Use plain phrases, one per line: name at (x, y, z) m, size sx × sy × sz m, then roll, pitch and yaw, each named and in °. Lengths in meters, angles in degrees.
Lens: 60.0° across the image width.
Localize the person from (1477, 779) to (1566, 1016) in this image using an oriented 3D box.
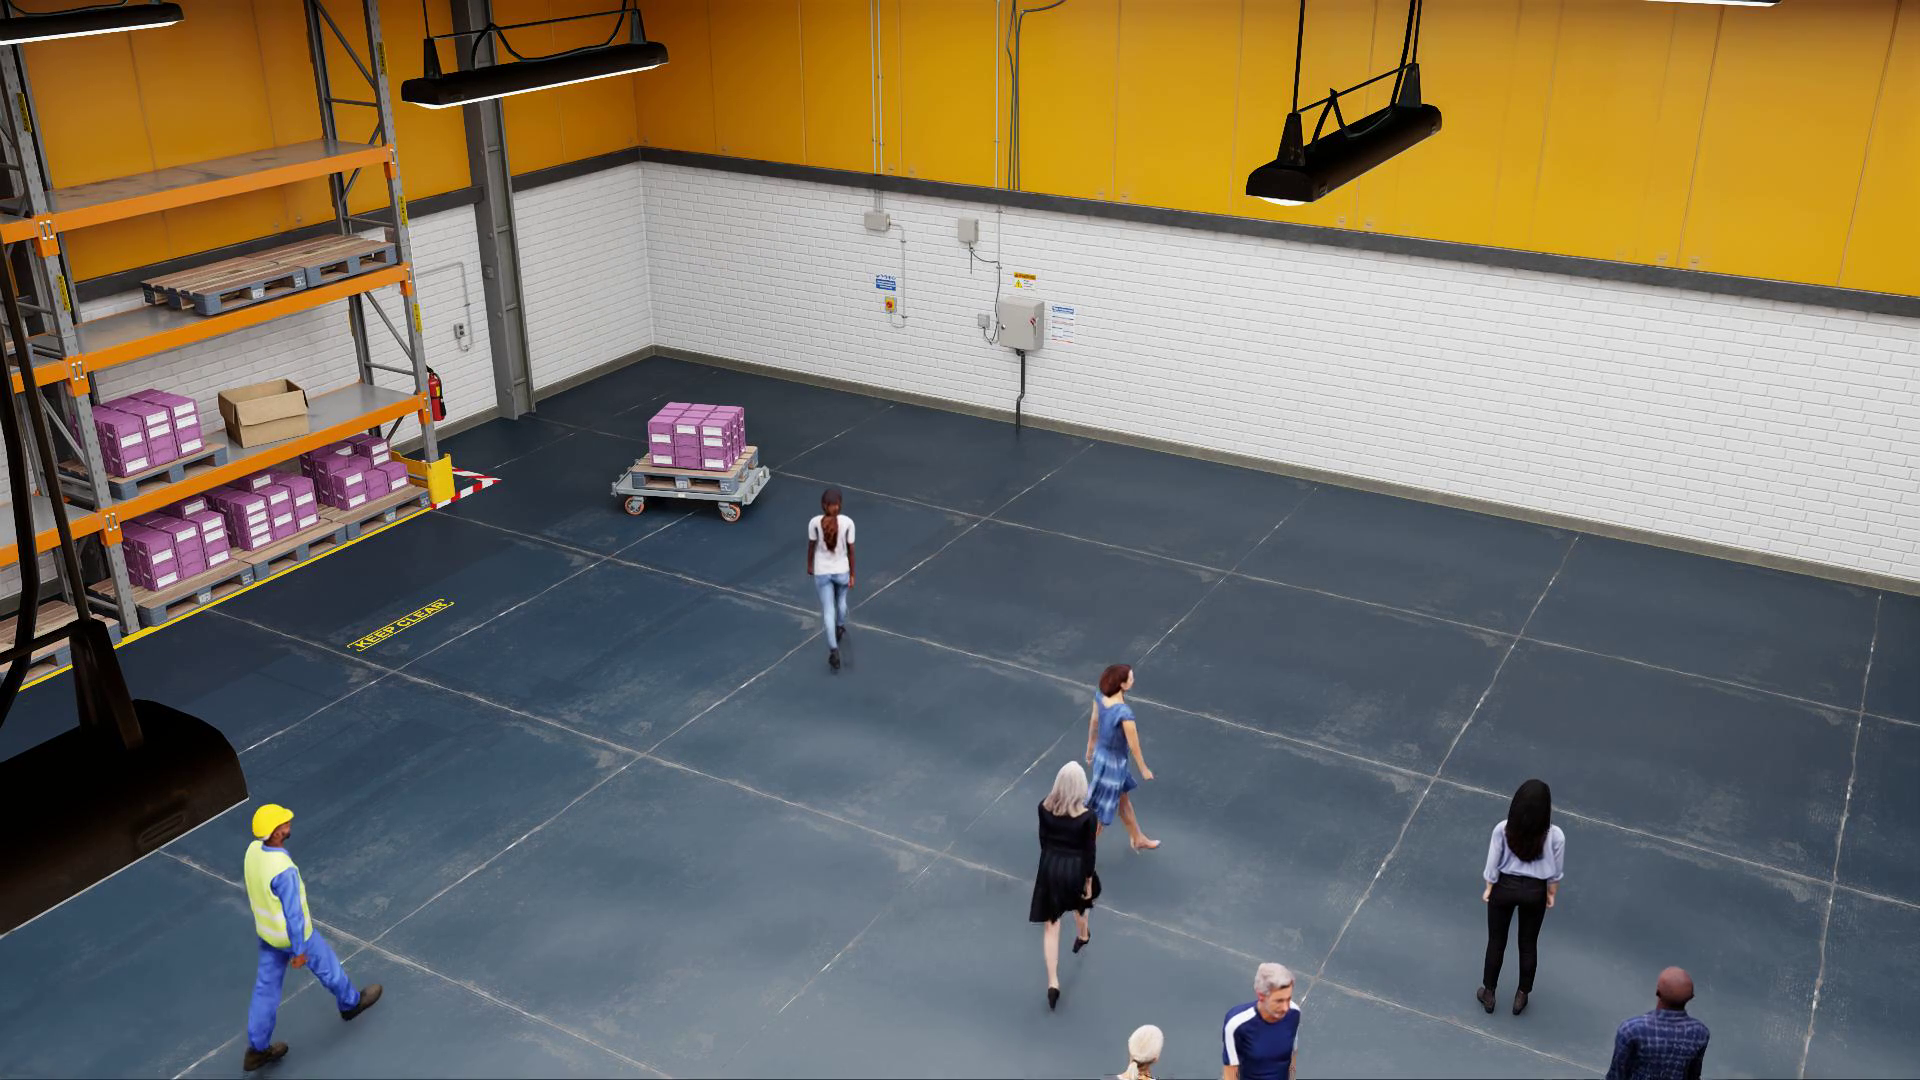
person at (3.646, 2.328, 10.864) m, size 0.724 × 1.744 × 0.682 m, roll 4°, pitch 24°, yaw 9°

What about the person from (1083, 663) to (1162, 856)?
person at (1.022, 1.749, 12.163) m, size 1.150 × 1.765 × 1.044 m, roll -8°, pitch 25°, yaw -18°

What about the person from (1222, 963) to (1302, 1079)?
person at (1.577, 3.034, 9.154) m, size 0.918 × 1.820 × 0.952 m, roll -9°, pitch 25°, yaw -20°

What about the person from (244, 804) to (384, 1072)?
person at (-4.307, 2.500, 10.435) m, size 0.712 × 1.772 × 1.222 m, roll 16°, pitch 28°, yaw 32°

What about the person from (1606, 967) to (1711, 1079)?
person at (3.737, 3.119, 8.976) m, size 0.807 × 1.807 × 0.828 m, roll 0°, pitch 24°, yaw 0°

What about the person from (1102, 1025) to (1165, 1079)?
person at (0.887, 3.323, 8.650) m, size 0.763 × 1.694 × 0.954 m, roll 6°, pitch 24°, yaw 13°

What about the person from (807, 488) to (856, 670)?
person at (-1.186, 0.373, 15.419) m, size 1.044 × 1.678 × 1.183 m, roll -3°, pitch 24°, yaw -7°

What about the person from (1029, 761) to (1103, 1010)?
person at (0.670, 2.294, 10.980) m, size 0.735 × 1.715 × 1.095 m, roll 6°, pitch 24°, yaw 14°
